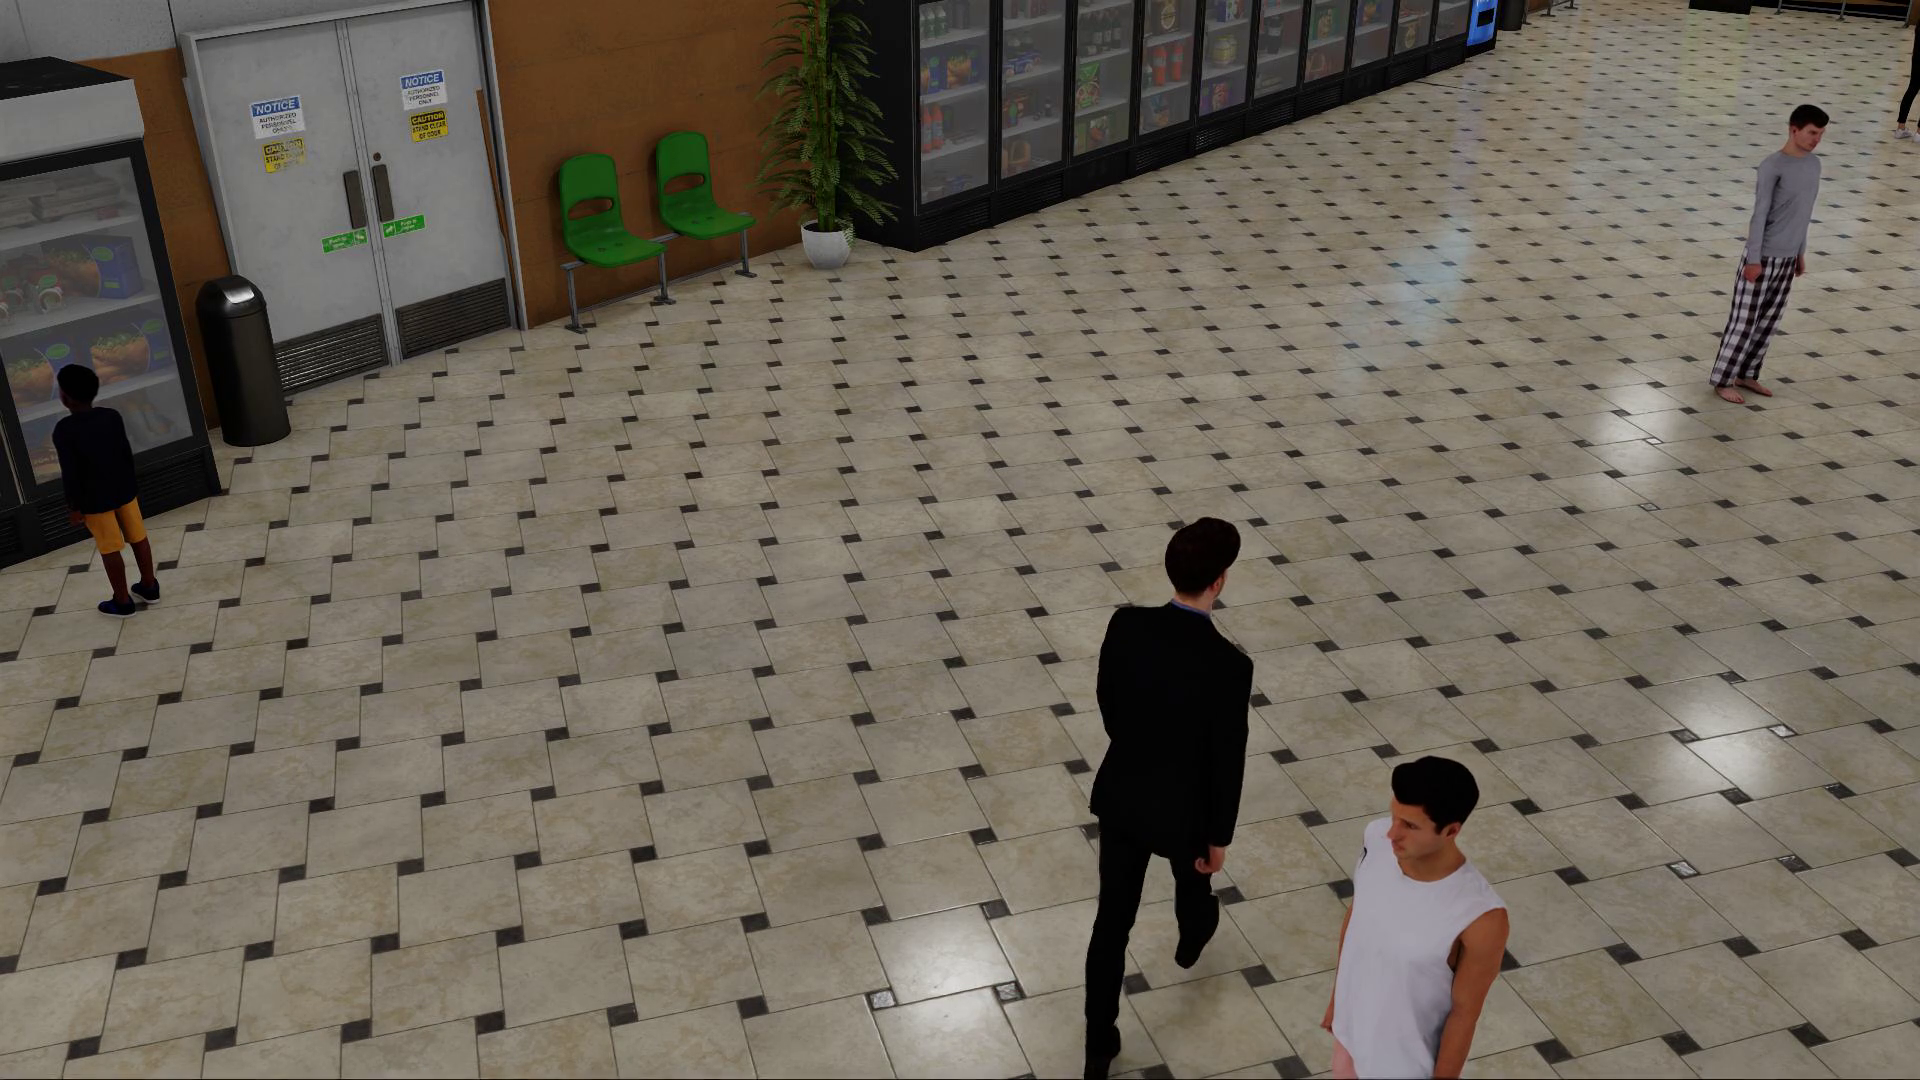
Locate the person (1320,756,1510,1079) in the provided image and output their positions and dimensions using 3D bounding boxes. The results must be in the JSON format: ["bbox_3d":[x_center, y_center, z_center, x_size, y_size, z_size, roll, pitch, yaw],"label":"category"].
[{"bbox_3d":[1.153,1.300,4.326,0.785,1.784,0.661,-12,29,-21],"label":"person"}]

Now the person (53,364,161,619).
[{"bbox_3d":[-4.077,-0.240,7.929,0.579,1.272,0.557,13,30,24],"label":"person"}]

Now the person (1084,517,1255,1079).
[{"bbox_3d":[0.576,0.862,5.137,1.233,1.831,0.966,12,29,23],"label":"person"}]

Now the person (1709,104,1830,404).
[{"bbox_3d":[5.039,-1.782,10.336,0.699,1.845,0.682,-12,29,-22],"label":"person"}]

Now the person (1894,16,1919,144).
[{"bbox_3d":[9.639,-4.827,16.496,0.733,1.704,0.595,-11,29,-21],"label":"person"}]
